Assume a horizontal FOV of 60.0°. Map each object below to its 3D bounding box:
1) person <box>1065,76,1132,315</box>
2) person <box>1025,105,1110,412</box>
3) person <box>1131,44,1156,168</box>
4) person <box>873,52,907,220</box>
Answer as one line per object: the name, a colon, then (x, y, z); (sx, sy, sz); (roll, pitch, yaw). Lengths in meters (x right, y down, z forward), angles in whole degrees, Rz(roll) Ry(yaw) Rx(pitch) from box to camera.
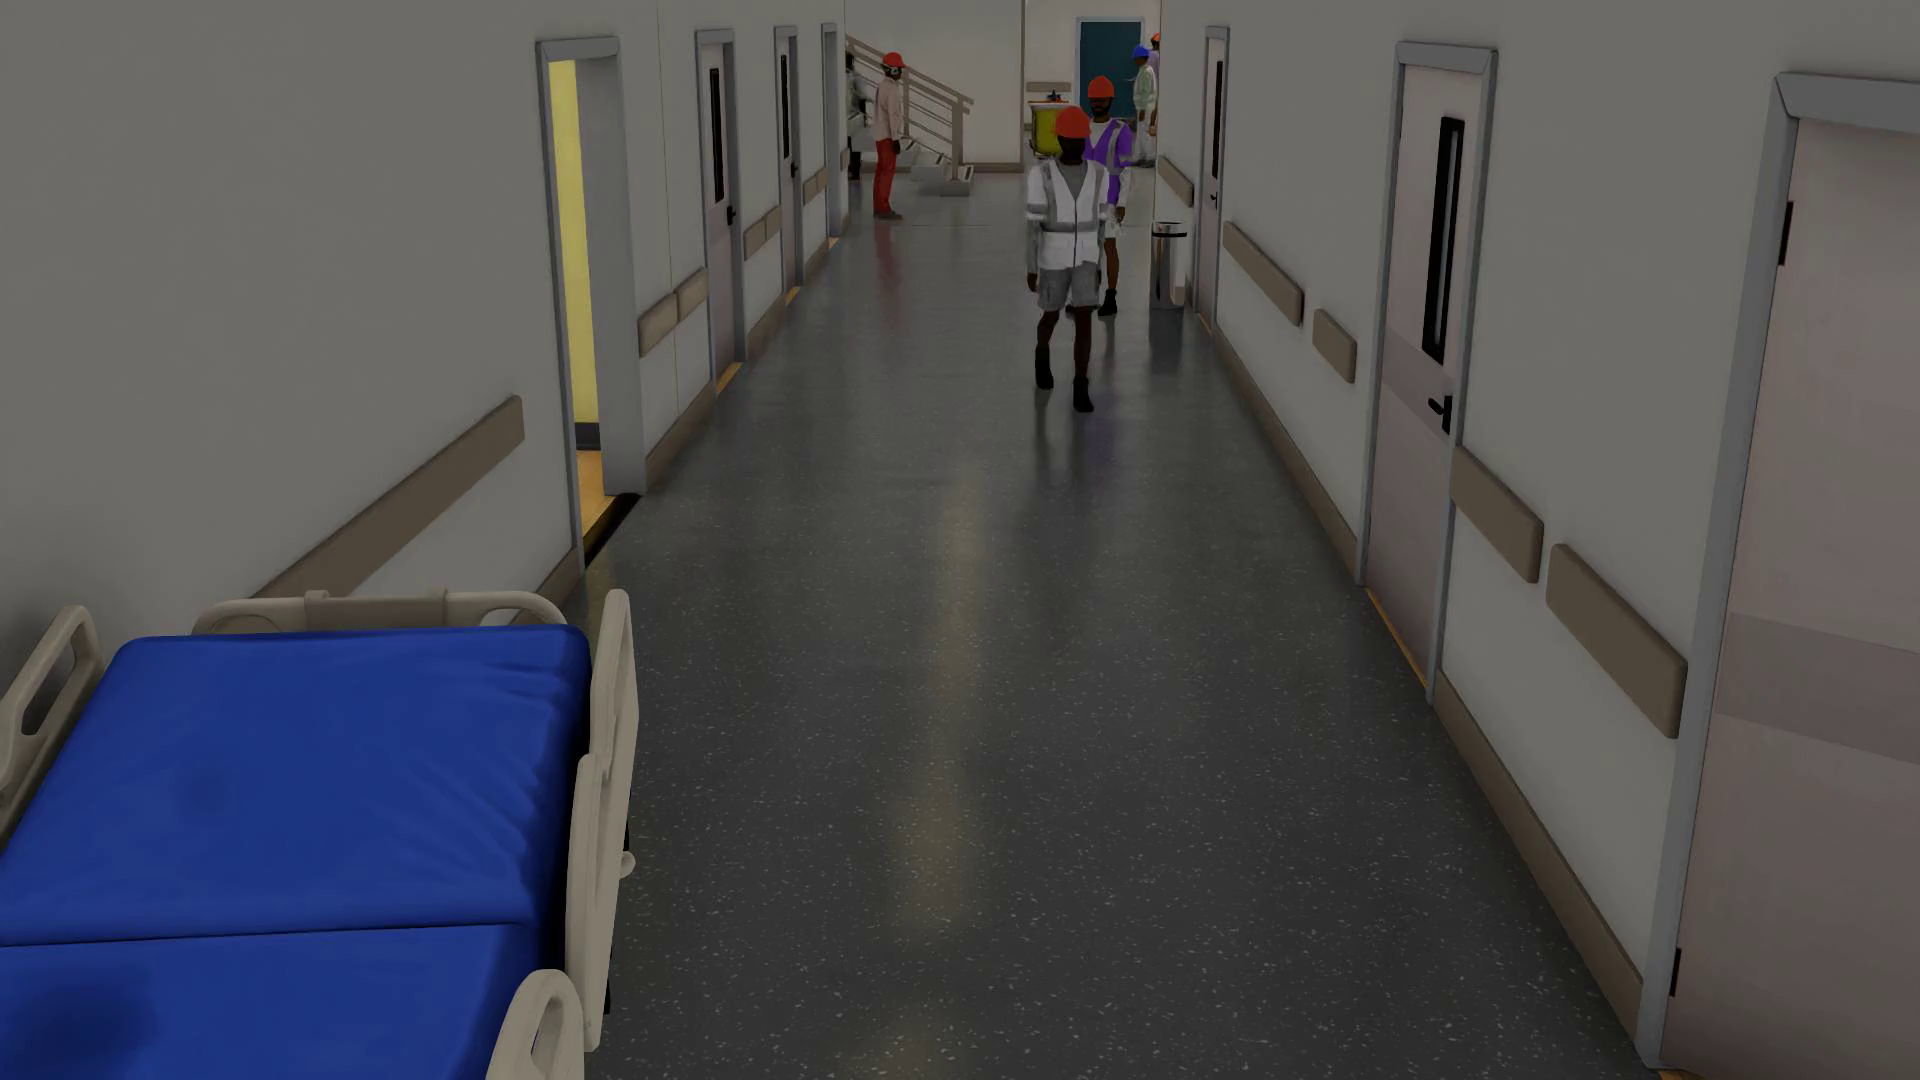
person: (1.144, -2.843, 13.789); (0.545, 1.942, 0.349); (10, 20, 30)
person: (0.667, -1.834, 10.708); (0.556, 1.902, 0.946); (-4, 18, -12)
person: (2.943, -6.978, 26.795); (0.419, 1.946, 0.626); (1, 18, 2)
person: (-0.840, -4.879, 20.139); (0.430, 1.982, 0.628); (-5, 18, -15)
